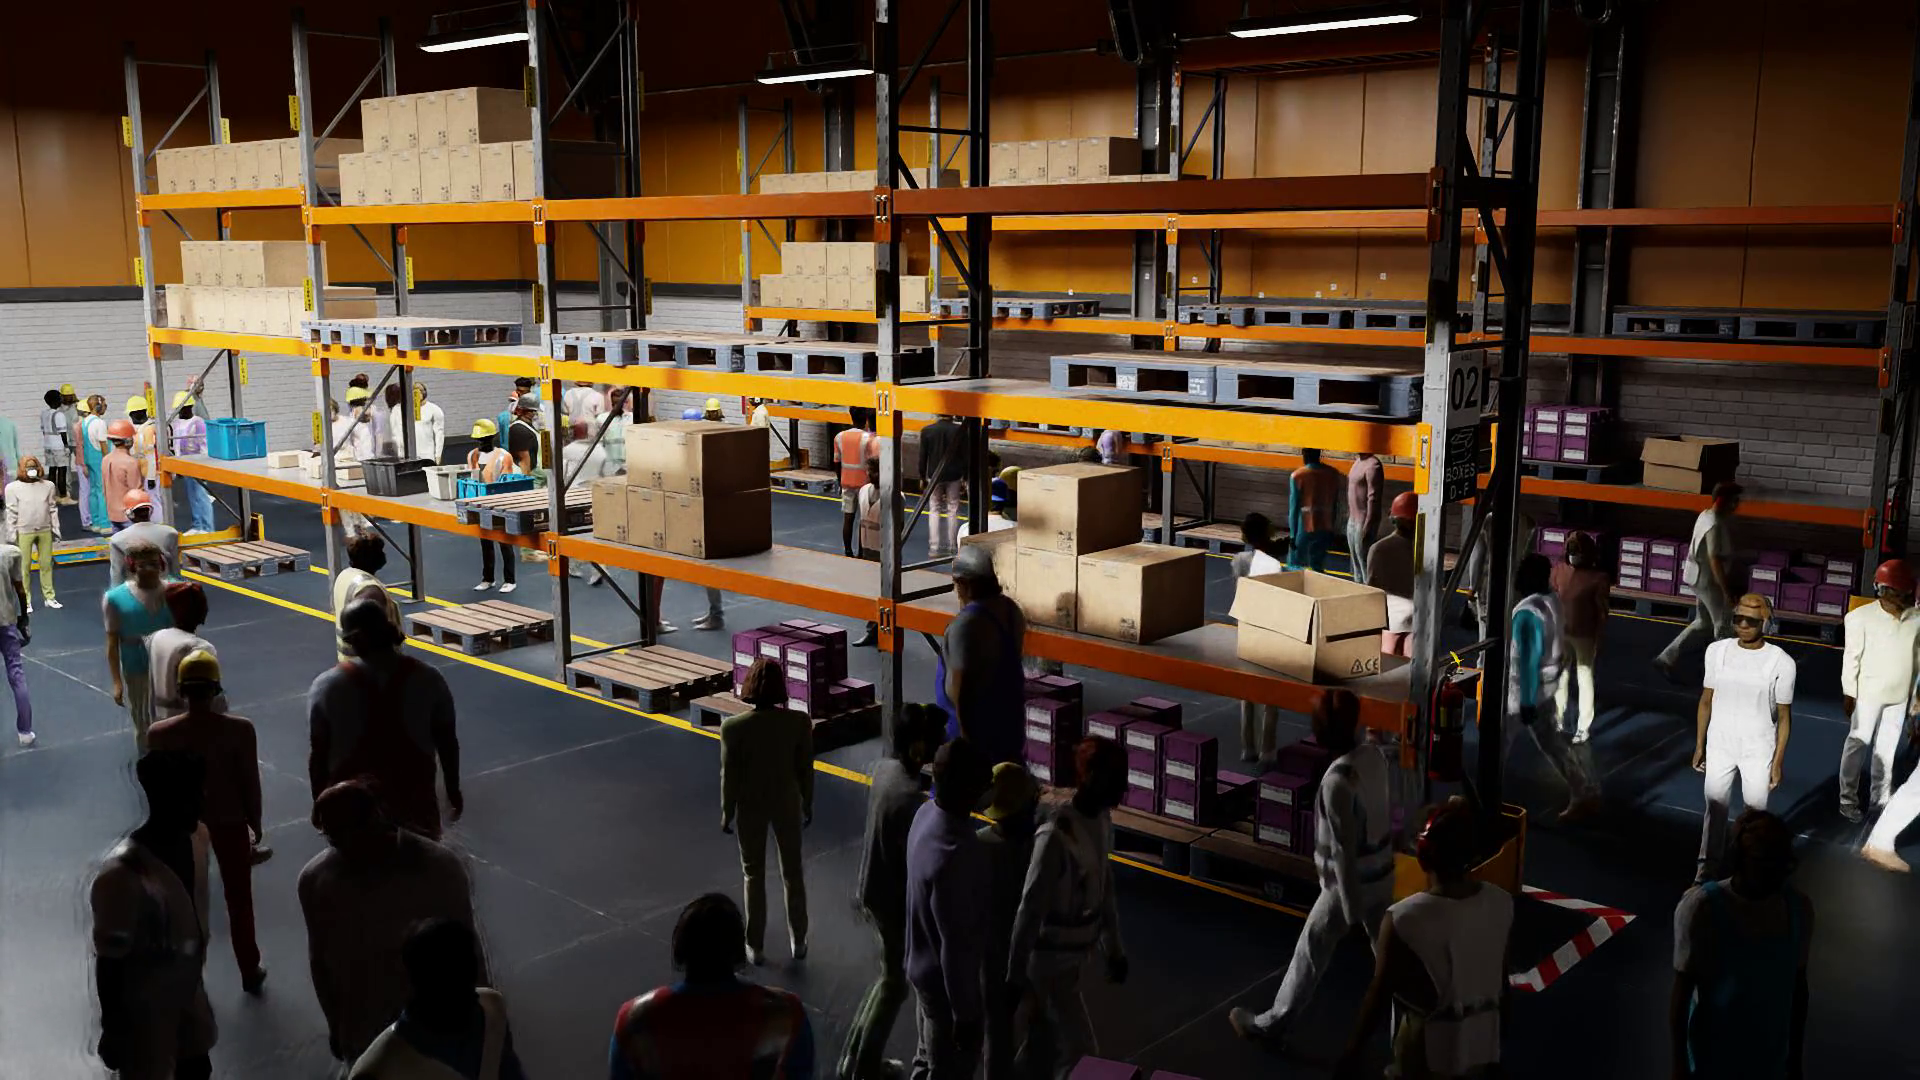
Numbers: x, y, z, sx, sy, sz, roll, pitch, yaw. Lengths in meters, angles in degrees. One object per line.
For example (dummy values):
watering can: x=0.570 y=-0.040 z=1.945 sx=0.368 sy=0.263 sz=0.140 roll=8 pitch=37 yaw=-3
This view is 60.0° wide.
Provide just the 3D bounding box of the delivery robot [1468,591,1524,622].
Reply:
delivery robot: x=5.323 y=0.561 z=16.454 sx=0.477 sy=0.478 sz=0.707 roll=9 pitch=13 yaw=41

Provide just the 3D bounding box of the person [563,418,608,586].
person: x=-4.237 y=-0.438 z=18.656 sx=0.956 sy=1.872 sz=0.635 roll=8 pitch=13 yaw=37

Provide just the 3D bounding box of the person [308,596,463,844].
person: x=-2.968 y=1.255 z=8.596 sx=0.758 sy=2.000 sz=0.552 roll=-5 pitch=11 yaw=-27

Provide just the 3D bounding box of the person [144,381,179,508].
person: x=-11.403 y=-1.333 z=23.696 sx=0.498 sy=1.870 sz=0.598 roll=-1 pitch=10 yaw=-4

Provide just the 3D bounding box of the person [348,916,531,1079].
person: x=-1.400 y=1.995 z=4.852 sx=0.861 sy=1.882 sz=0.597 roll=3 pitch=11 yaw=18

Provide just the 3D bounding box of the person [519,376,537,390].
person: x=-7.243 y=-2.013 z=27.949 sx=0.494 sy=1.730 sz=0.324 roll=3 pitch=10 yaw=16

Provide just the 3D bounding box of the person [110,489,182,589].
person: x=-6.874 y=0.436 z=14.055 sx=0.350 sy=1.745 sz=0.565 roll=10 pitch=14 yaw=43

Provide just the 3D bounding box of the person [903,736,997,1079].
person: x=-0.038 y=1.695 z=6.400 sx=0.355 sy=1.936 sz=0.633 roll=-2 pitch=10 yaw=-9

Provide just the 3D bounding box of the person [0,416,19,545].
person: x=-11.986 y=-0.834 z=20.813 sx=0.425 sy=1.920 sz=0.677 roll=0 pitch=10 yaw=2

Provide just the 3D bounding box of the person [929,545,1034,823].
person: x=0.059 y=0.985 z=10.124 sx=1.006 sy=2.000 sz=0.704 roll=8 pitch=13 yaw=39

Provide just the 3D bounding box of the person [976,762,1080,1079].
person: x=0.242 y=1.719 z=6.853 sx=0.533 sy=1.731 sz=0.433 roll=-1 pitch=10 yaw=-5

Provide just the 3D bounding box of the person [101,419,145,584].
person: x=-8.617 y=-0.252 z=17.239 sx=0.613 sy=1.997 sz=0.374 roll=6 pitch=12 yaw=31

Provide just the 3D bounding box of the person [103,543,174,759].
person: x=-5.405 y=0.916 z=11.185 sx=0.567 sy=1.795 sz=0.964 roll=-7 pitch=12 yaw=-34

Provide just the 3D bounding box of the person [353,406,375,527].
person: x=-8.077 y=-0.999 z=22.515 sx=0.320 sy=1.631 sz=0.515 roll=-6 pitch=12 yaw=-32

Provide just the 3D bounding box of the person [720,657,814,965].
person: x=-1.015 y=1.426 z=8.777 sx=0.503 sy=1.632 sz=0.274 roll=-3 pitch=11 yaw=-17

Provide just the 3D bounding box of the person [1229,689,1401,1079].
person: x=1.757 y=1.557 z=7.525 sx=1.050 sy=1.828 sz=0.617 roll=8 pitch=13 yaw=39

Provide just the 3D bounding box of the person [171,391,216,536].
person: x=-9.943 y=-0.966 z=21.517 sx=0.588 sy=1.918 sz=0.404 roll=7 pitch=12 yaw=33

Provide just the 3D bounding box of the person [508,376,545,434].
person: x=-6.073 y=-1.311 z=23.312 sx=0.604 sy=1.966 sz=0.367 roll=3 pitch=11 yaw=18

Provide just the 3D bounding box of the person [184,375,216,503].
person: x=-11.214 y=-1.478 z=24.480 sx=0.402 sy=1.894 sz=0.650 roll=-4 pitch=11 yaw=-21

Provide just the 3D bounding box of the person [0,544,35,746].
person: x=-7.262 y=0.656 z=12.480 sx=0.512 sy=1.868 sz=0.329 roll=-8 pitch=13 yaw=-39

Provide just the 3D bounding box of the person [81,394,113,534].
person: x=-11.321 y=-0.993 z=21.886 sx=0.503 sy=1.839 sz=0.348 roll=8 pitch=13 yaw=37

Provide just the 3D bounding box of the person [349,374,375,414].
person: x=-10.105 y=-1.993 z=28.123 sx=0.519 sy=1.633 sz=0.312 roll=3 pitch=11 yaw=18

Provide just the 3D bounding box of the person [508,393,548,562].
person: x=-5.151 y=-0.766 z=20.020 sx=0.535 sy=2.000 sz=0.674 roll=-3 pitch=10 yaw=-14

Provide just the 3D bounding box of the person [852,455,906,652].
person: x=-0.740 y=0.114 z=15.591 sx=0.567 sy=1.848 sz=0.389 roll=9 pitch=13 yaw=41

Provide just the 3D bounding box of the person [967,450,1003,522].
person: x=0.304 y=0.044 z=16.002 sx=0.531 sy=1.855 sz=0.356 roll=4 pitch=11 yaw=22

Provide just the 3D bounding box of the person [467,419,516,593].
person: x=-5.126 y=-0.371 z=18.151 sx=0.585 sy=1.917 sz=0.409 roll=4 pitch=11 yaw=22

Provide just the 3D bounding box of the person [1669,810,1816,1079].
person: x=2.764 y=1.832 z=5.931 sx=0.502 sy=1.837 sz=0.345 roll=-1 pitch=10 yaw=-7

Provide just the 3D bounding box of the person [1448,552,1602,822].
person: x=3.778 y=0.968 z=10.909 sx=0.942 sy=1.807 sz=0.631 roll=7 pitch=12 yaw=34

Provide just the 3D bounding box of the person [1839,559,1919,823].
person: x=6.067 y=0.985 z=10.930 sx=0.572 sy=1.751 sz=0.329 roll=-2 pitch=10 yaw=-11

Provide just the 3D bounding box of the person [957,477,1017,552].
person: x=0.278 y=0.469 z=13.301 sx=0.614 sy=1.946 sz=0.389 roll=1 pitch=10 yaw=5

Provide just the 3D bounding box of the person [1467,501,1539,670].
person: x=4.636 y=0.353 z=14.286 sx=0.590 sy=1.833 sz=0.403 roll=-2 pitch=10 yaw=-9

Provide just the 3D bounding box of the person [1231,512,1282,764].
person: x=2.190 y=0.716 z=12.246 sx=0.372 sy=1.835 sz=0.572 roll=-7 pitch=12 yaw=-35

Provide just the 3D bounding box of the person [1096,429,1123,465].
person: x=1.783 y=-0.733 z=20.183 sx=0.376 sy=1.918 sz=0.584 roll=2 pitch=10 yaw=13

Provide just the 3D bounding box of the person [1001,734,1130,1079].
person: x=0.418 y=1.686 z=6.724 sx=0.643 sy=1.838 sz=0.606 roll=4 pitch=11 yaw=22
